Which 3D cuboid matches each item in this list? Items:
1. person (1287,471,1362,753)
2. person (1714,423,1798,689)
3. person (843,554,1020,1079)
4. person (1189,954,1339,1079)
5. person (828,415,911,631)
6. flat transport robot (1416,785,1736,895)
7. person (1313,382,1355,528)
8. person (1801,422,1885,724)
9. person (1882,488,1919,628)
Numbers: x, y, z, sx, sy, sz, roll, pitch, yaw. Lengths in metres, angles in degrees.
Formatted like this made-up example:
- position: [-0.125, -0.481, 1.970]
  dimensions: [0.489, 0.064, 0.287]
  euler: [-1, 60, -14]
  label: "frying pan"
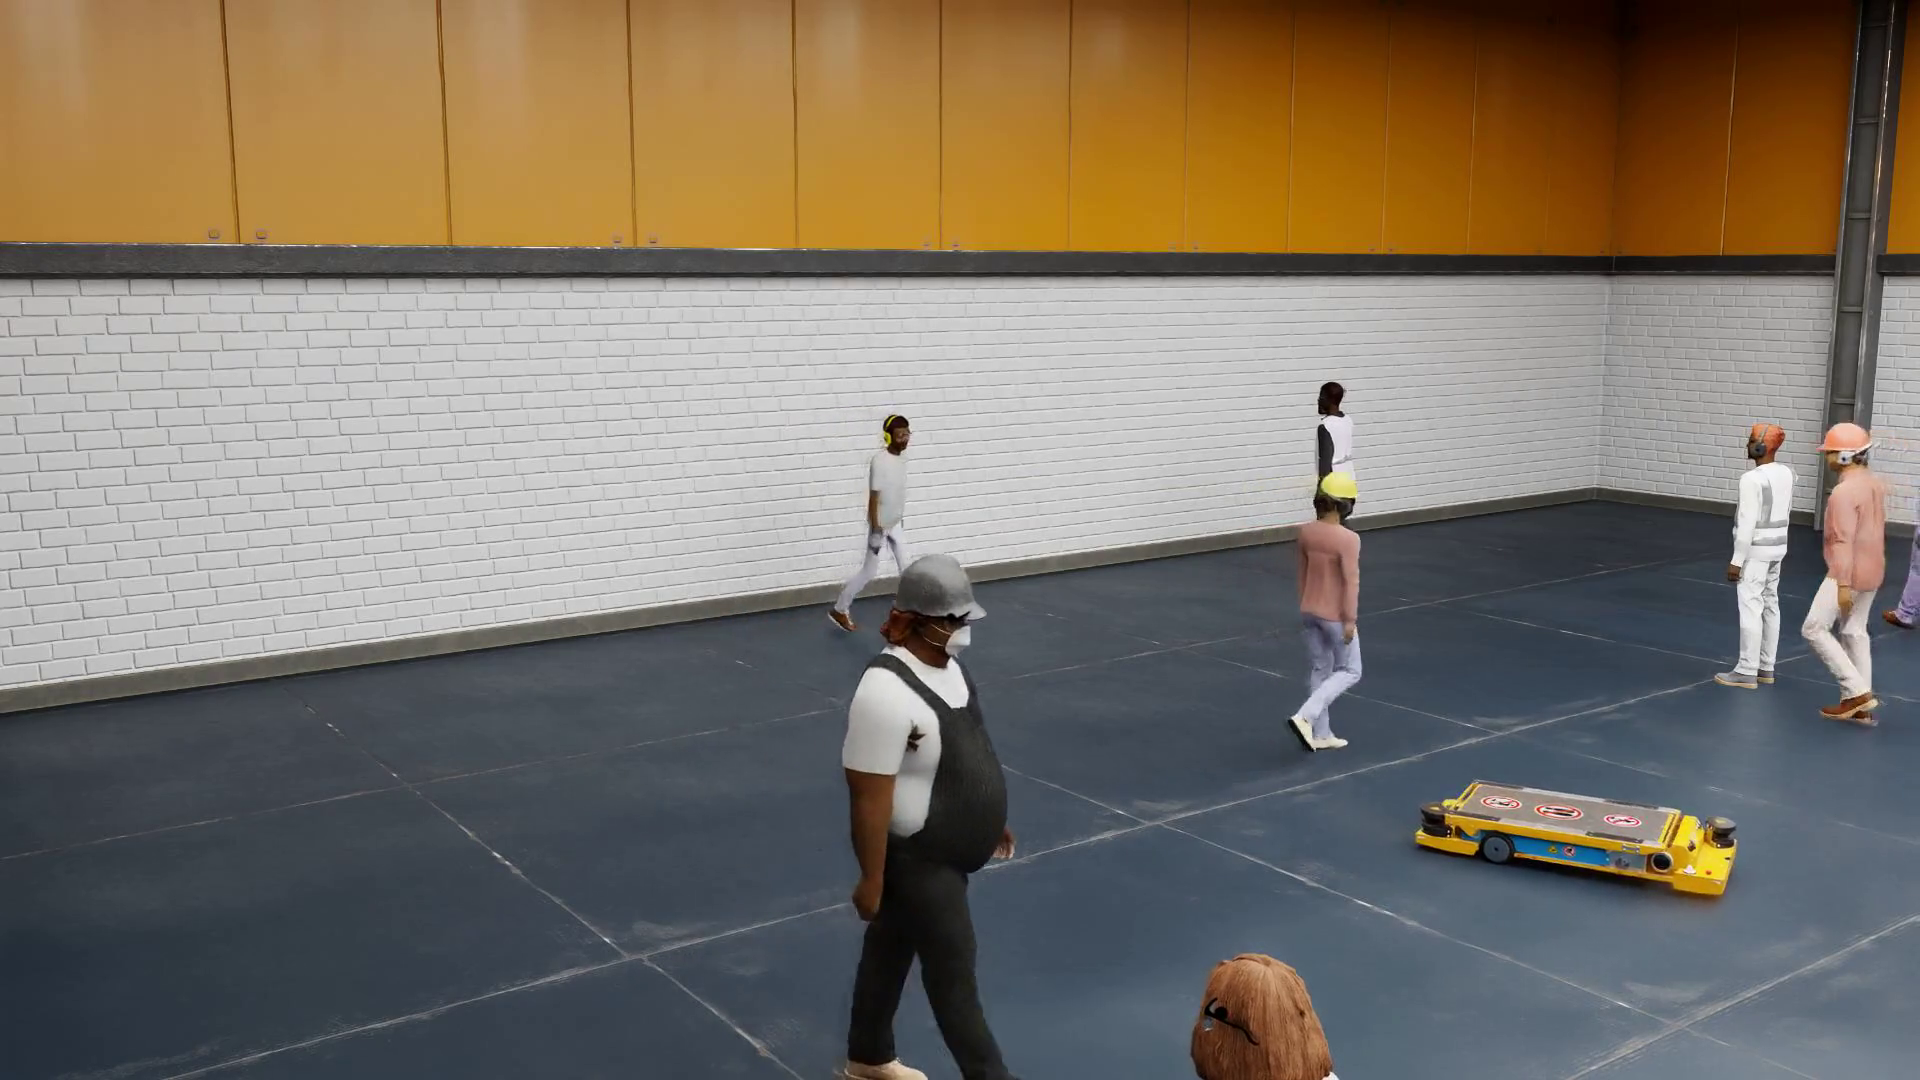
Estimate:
- position: [2.201, 0.453, 10.084]
  dimensions: [0.482, 1.754, 0.534]
  euler: [-5, 10, -28]
  label: "person"
- position: [5.651, 0.110, 11.788]
  dimensions: [0.575, 1.885, 0.355]
  euler: [-7, 11, -35]
  label: "person"
- position: [-0.019, 1.015, 5.727]
  dimensions: [0.950, 2.000, 0.701]
  euler: [2, 10, 15]
  label: "person"
- position: [0.591, 1.611, 3.299]
  dimensions: [0.283, 1.633, 0.501]
  euler: [8, 12, 40]
  label: "person"
- position: [-0.627, -0.116, 13.434]
  dimensions: [0.972, 1.816, 0.581]
  euler: [6, 11, 33]
  label: "person"
- position: [3.096, 1.469, 8.370]
  dimensions: [1.431, 0.197, 0.652]
  euler: [5, 11, 29]
  label: "flat transport robot"
- position: [3.481, -0.509, 15.602]
  dimensions: [0.497, 1.928, 0.615]
  euler: [6, 11, 32]
  label: "person"
- position: [5.745, 0.228, 10.784]
  dimensions: [0.606, 1.977, 0.471]
  euler: [-7, 12, -37]
  label: "person"
- position: [7.946, -0.129, 13.368]
  dimensions: [0.667, 1.853, 1.014]
  euler: [-1, 9, -6]
  label: "person"
